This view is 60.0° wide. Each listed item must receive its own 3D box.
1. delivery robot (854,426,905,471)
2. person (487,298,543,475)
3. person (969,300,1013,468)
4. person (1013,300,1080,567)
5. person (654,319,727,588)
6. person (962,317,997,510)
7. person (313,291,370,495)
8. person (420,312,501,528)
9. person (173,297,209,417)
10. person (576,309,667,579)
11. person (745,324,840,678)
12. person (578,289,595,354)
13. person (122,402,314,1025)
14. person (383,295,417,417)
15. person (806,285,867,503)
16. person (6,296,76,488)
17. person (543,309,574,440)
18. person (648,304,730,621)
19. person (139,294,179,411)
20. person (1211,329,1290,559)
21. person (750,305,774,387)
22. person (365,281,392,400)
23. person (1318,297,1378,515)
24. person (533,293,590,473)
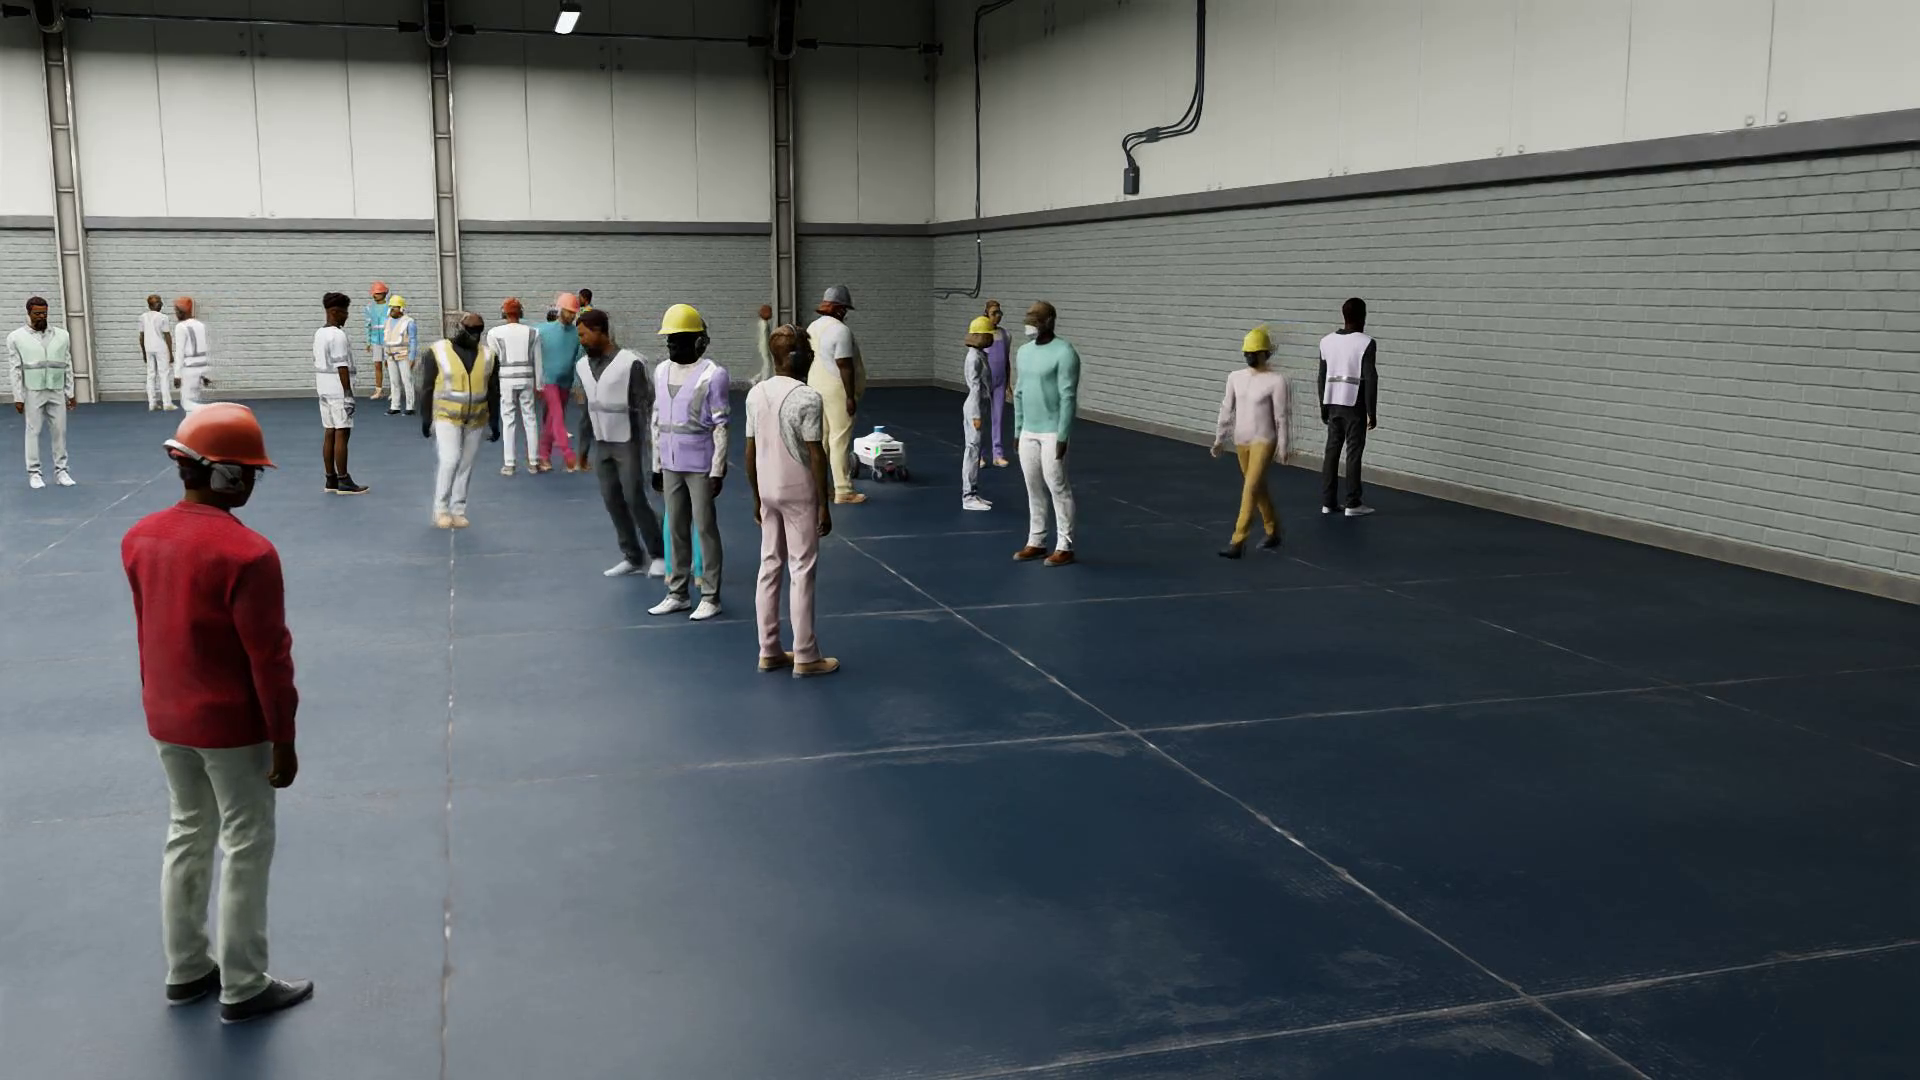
[{"bbox_3d":[-0.832,-0.930,17.165,0.477,0.478,0.707,-4,10,-23],"label":"delivery robot"},{"bbox_3d":[-4.730,-1.633,17.725,0.584,1.882,0.337,-5,10,-27],"label":"person"},{"bbox_3d":[0.346,-1.715,18.370,0.506,1.847,0.345,-4,10,-24],"label":"person"},{"bbox_3d":[0.619,-0.773,12.105,0.370,1.931,0.629,-7,11,-38],"label":"person"},{"bbox_3d":[-1.808,-0.588,11.227,0.517,1.836,0.348,3,9,16],"label":"person"},{"bbox_3d":[0.184,-1.147,15.072,0.318,1.741,0.493,1,9,5],"label":"person"},{"bbox_3d":[-6.026,-1.420,16.116,0.368,1.963,0.603,-8,12,-42],"label":"person"},{"bbox_3d":[-4.152,-0.991,13.908,0.646,1.806,0.482,-7,11,-38],"label":"person"},{"bbox_3d":[-9.333,-2.043,20.386,0.705,1.869,0.599,0,9,1],"label":"person"},{"bbox_3d":[-2.379,-0.662,11.561,0.629,1.873,0.448,6,11,34],"label":"person"},{"bbox_3d":[-0.886,-0.200,8.707,0.517,1.843,0.332,6,11,35],"label":"person"},{"bbox_3d":[-6.325,-3.333,28.462,0.396,1.919,0.590,-1,9,-5],"label":"person"},{"bbox_3d":[-2.065,0.483,4.683,0.578,1.738,0.354,5,10,27],"label":"person"},{"bbox_3d":[-8.517,-2.787,25.235,0.593,1.837,0.404,4,10,22],"label":"person"},{"bbox_3d":[-1.141,-1.369,15.544,0.536,2.000,0.673,-7,11,-36],"label":"person"},{"bbox_3d":[-9.179,-1.474,16.645,0.391,1.911,0.584,7,11,38],"label":"person"},{"bbox_3d":[-5.234,-2.144,21.579,0.318,1.695,0.540,5,10,29],"label":"person"},{"bbox_3d":[-1.667,-0.473,10.185,0.585,1.927,0.366,6,11,32],"label":"person"},{"bbox_3d":[-12.679,-2.952,26.270,0.517,1.842,0.326,1,9,7],"label":"person"},{"bbox_3d":[2.226,-0.733,12.549,0.938,1.714,0.526,-8,12,-41],"label":"person"},{"bbox_3d":[-3.534,-3.438,30.055,0.411,1.620,0.525,-1,9,-9],"label":"person"},{"bbox_3d":[-9.904,-3.405,28.534,0.611,2.038,0.392,1,9,6],"label":"person"},{"bbox_3d":[3.418,-1.175,14.688,0.380,1.915,0.603,-7,11,-39],"label":"person"},{"bbox_3d":[-4.293,-1.683,17.925,1.001,1.918,0.614,8,12,42],"label":"person"}]
